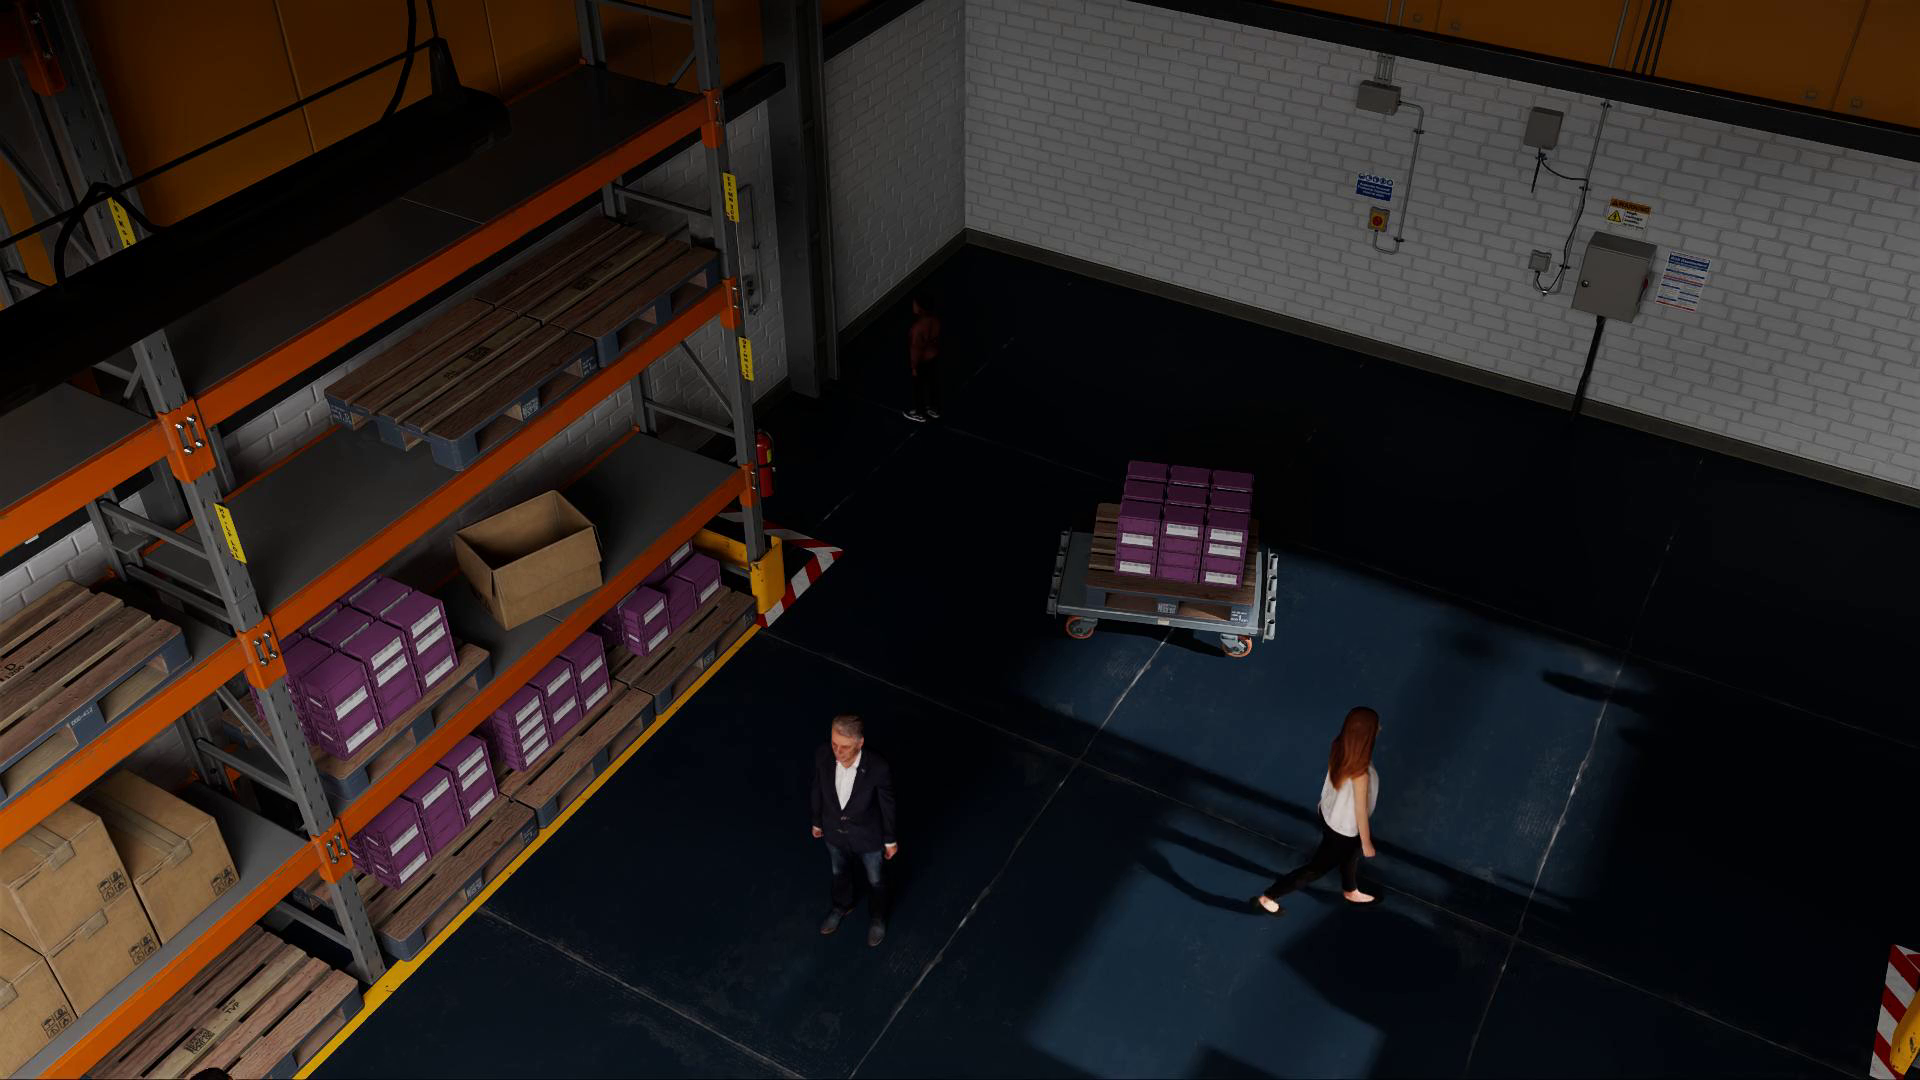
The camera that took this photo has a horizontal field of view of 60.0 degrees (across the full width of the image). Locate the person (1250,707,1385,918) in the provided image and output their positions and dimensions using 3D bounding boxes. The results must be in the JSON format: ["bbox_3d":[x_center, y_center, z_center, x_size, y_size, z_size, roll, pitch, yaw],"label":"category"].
[{"bbox_3d":[2.161,1.672,9.812,0.977,1.691,1.091,1,39,2],"label":"person"}]

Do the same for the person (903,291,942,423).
[{"bbox_3d":[-0.270,-1.573,14.228,0.608,1.251,0.473,24,45,27],"label":"person"}]

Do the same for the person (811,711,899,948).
[{"bbox_3d":[-0.607,1.660,9.729,0.731,1.814,0.638,13,40,16],"label":"person"}]
